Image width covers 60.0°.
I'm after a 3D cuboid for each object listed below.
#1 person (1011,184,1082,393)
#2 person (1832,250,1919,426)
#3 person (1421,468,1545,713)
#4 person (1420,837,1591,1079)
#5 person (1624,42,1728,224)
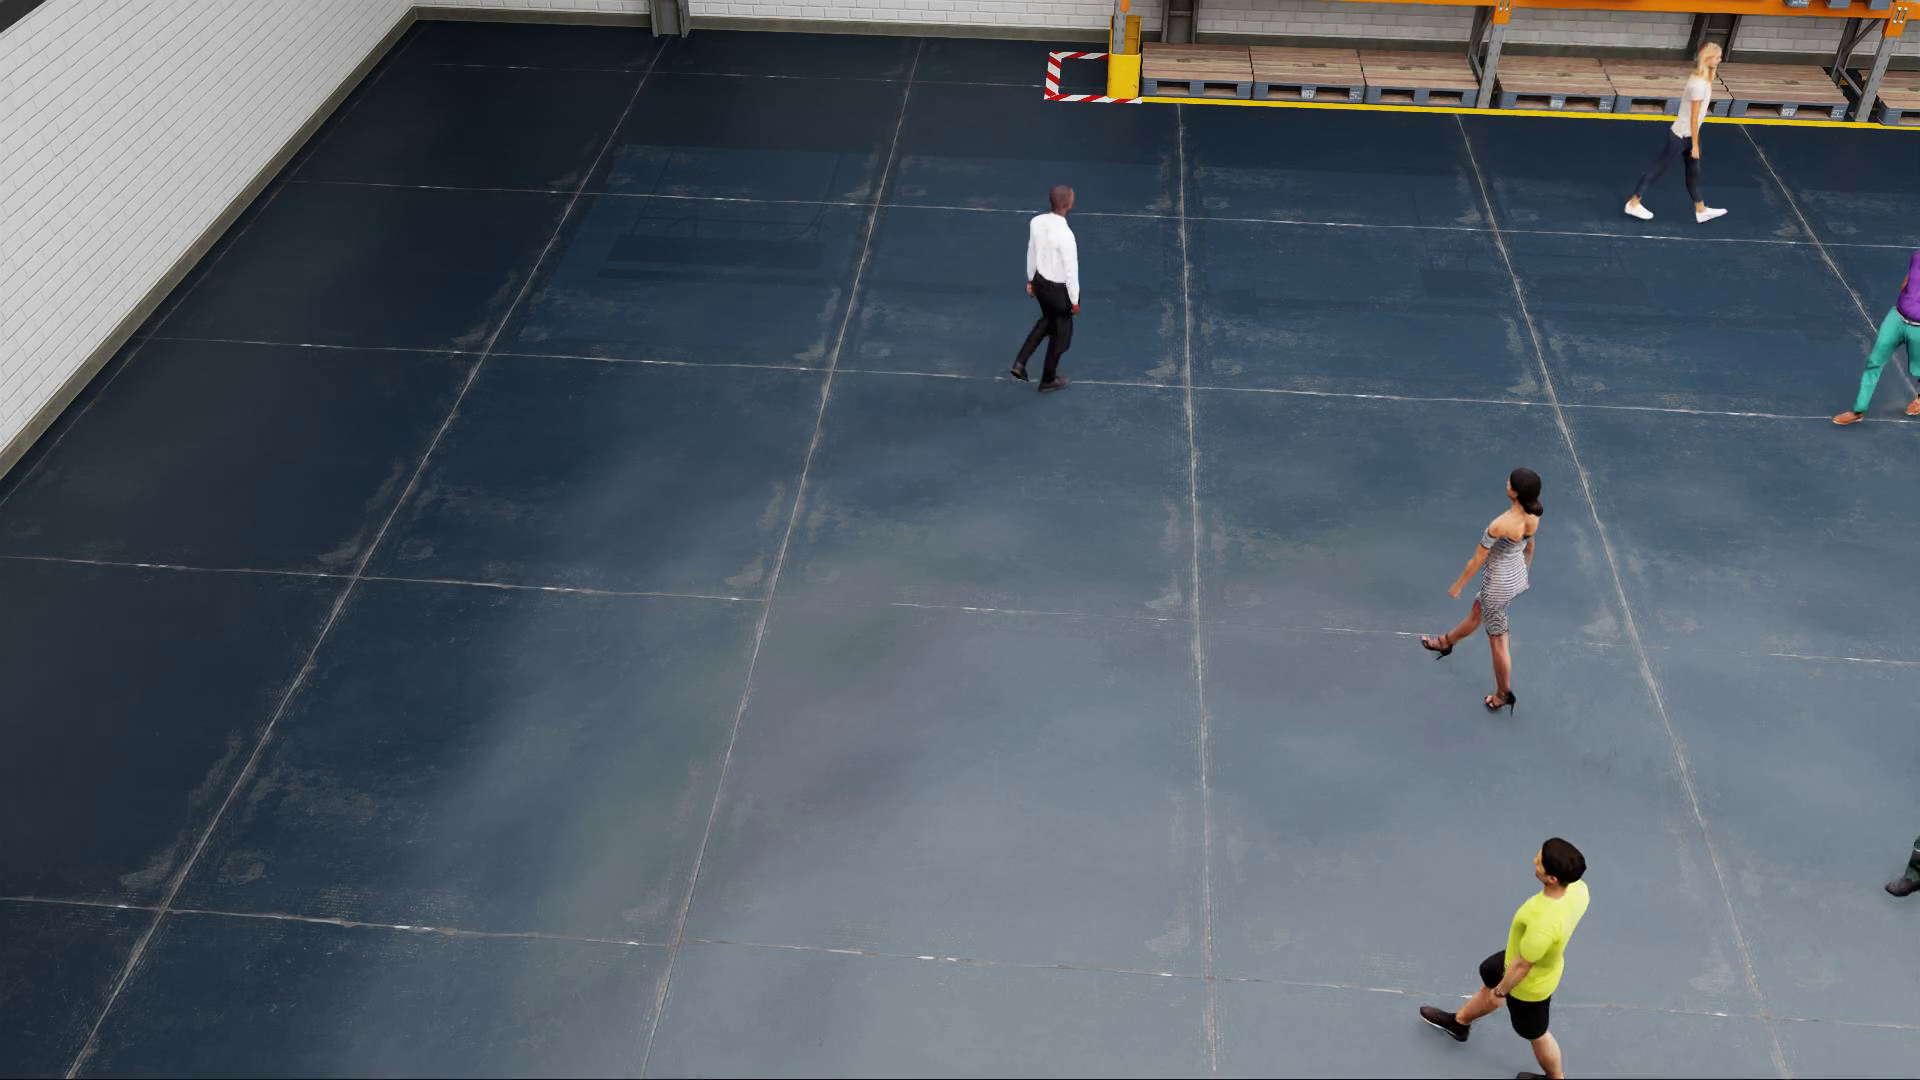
[{"bbox_3d":[0.655,-1.933,13.214,0.941,1.818,0.870,-23,44,-26],"label":"person"},{"bbox_3d":[7.503,-1.672,12.957,1.261,1.730,1.032,-17,42,-20],"label":"person"},{"bbox_3d":[3.437,0.371,10.350,1.038,1.791,1.087,-26,45,-29],"label":"person"},{"bbox_3d":[2.900,2.160,8.213,1.182,1.663,0.979,23,44,26],"label":"person"},{"bbox_3d":[6.670,-3.791,15.577,1.214,1.772,0.942,19,42,22],"label":"person"}]
